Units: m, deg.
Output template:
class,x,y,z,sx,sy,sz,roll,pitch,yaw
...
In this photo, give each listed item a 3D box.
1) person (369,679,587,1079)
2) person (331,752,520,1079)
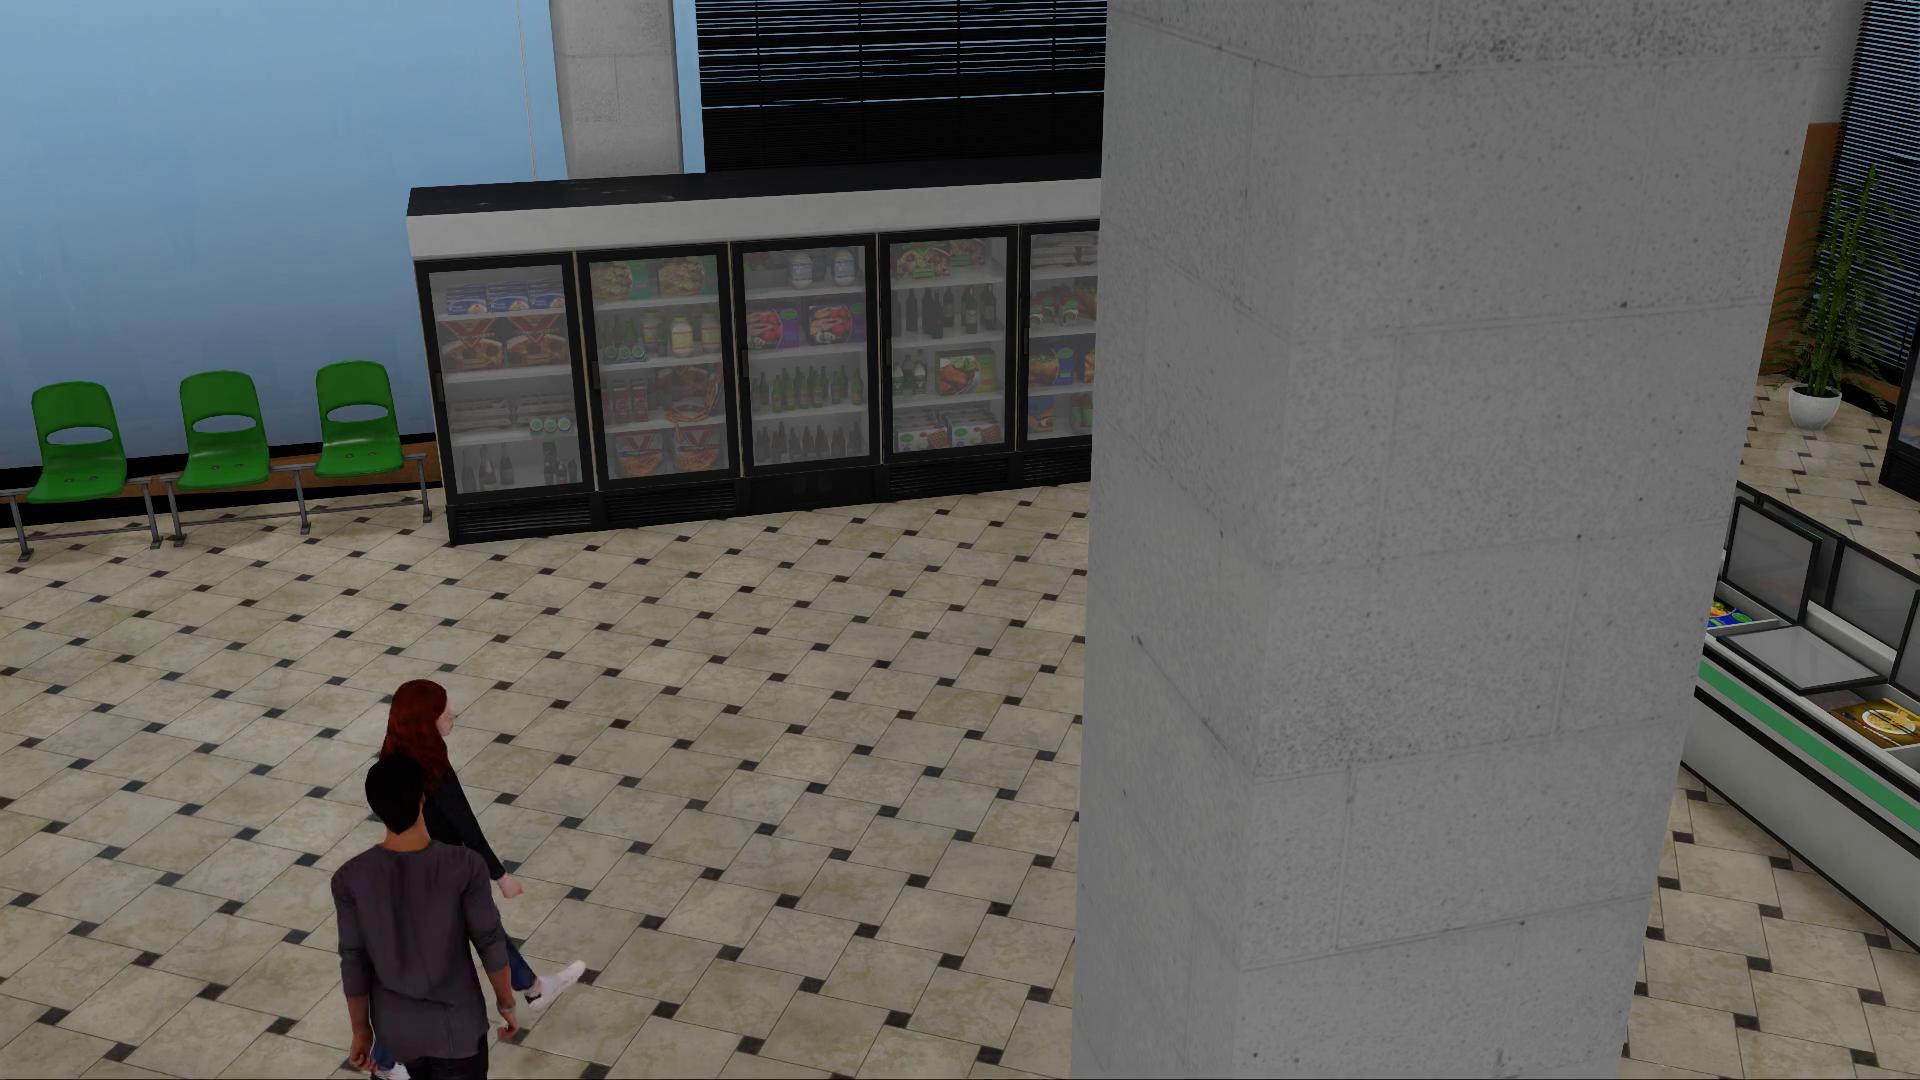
class,x,y,z,sx,sy,sz,roll,pitch,yaw
person,-2.073,1.374,6.302,0.967,1.732,1.182,-17,29,-34
person,-1.794,1.677,5.545,0.889,1.784,1.311,-1,24,-1
